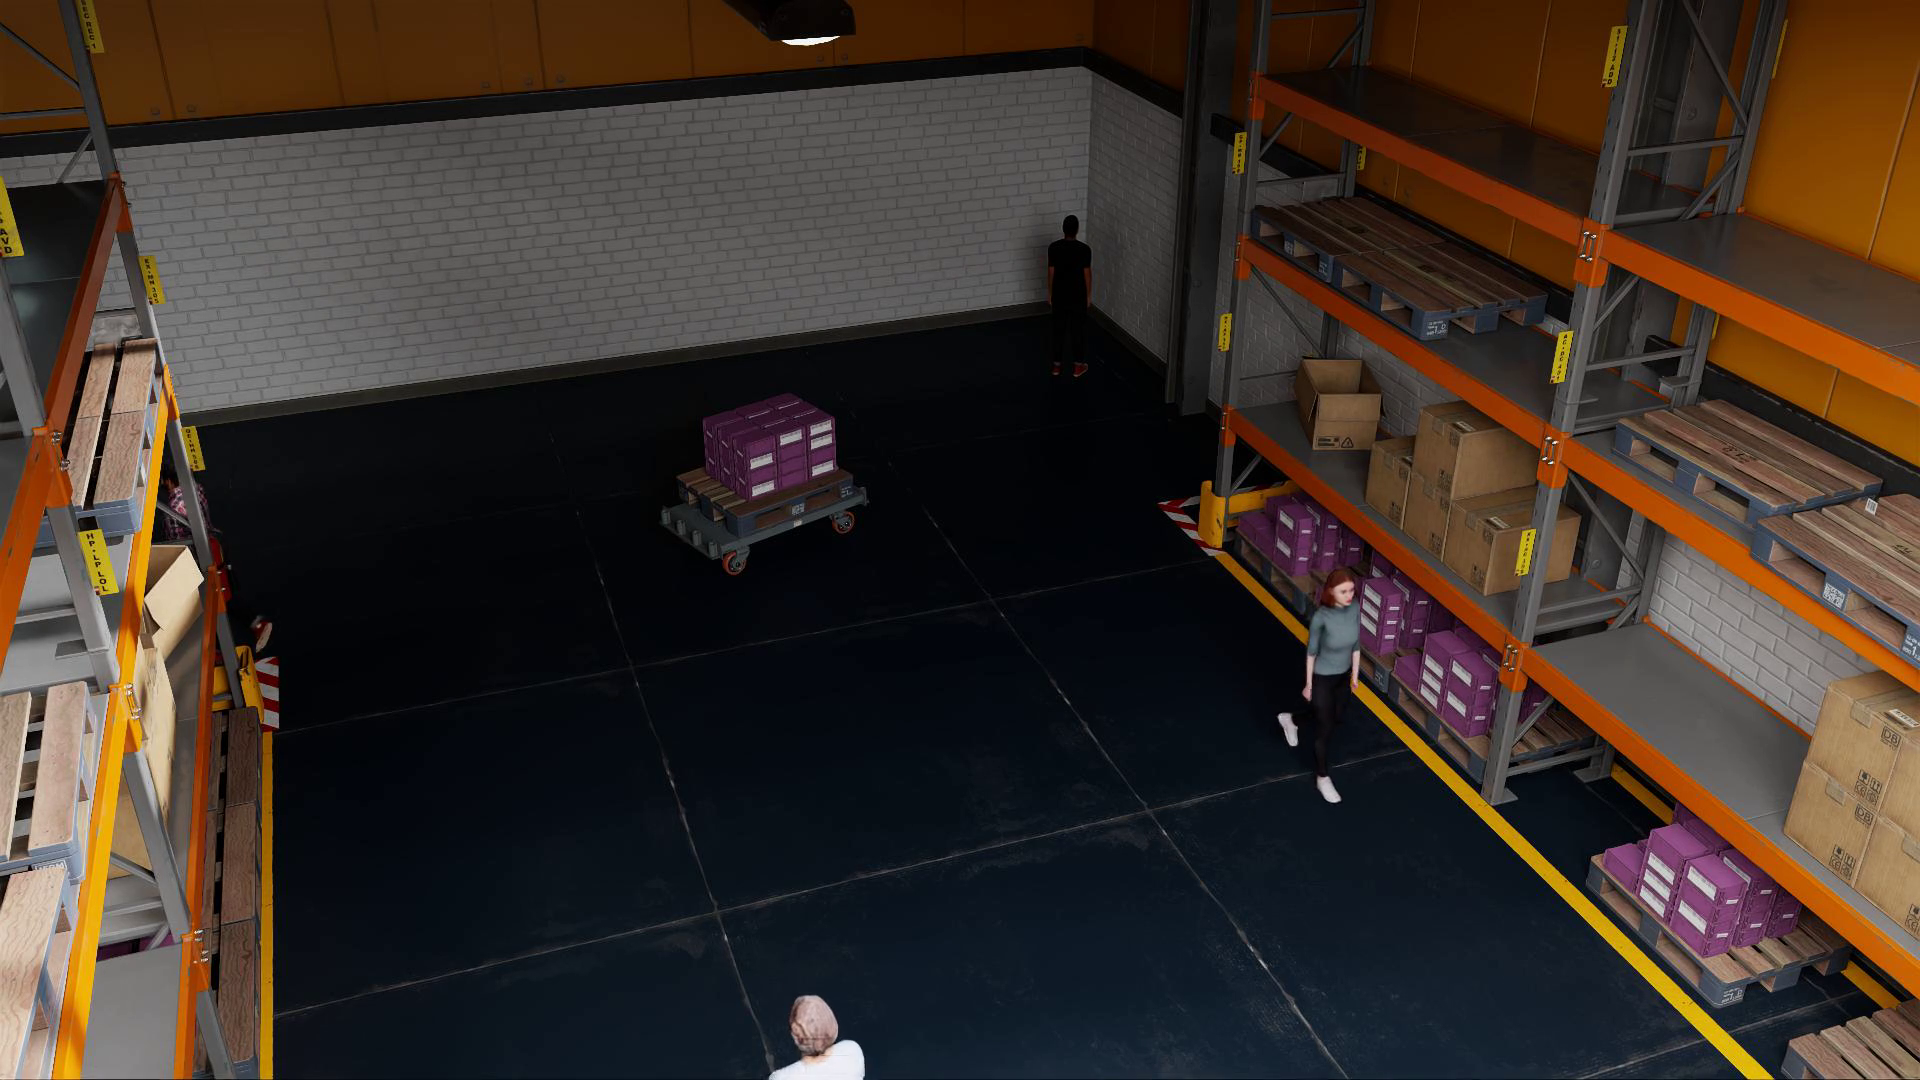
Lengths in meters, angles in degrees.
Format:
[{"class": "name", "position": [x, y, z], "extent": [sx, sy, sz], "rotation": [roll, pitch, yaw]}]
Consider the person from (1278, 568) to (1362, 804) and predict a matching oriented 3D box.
[{"class": "person", "position": [2.458, 0.914, 11.272], "extent": [0.673, 1.729, 0.985], "rotation": [-14, 32, -24]}]

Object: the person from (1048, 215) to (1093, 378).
[{"class": "person", "position": [1.164, -2.596, 17.676], "extent": [0.728, 1.758, 0.760], "rotation": [8, 29, 13]}]

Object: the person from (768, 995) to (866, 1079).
[{"class": "person", "position": [-0.600, 2.866, 7.547], "extent": [0.806, 1.869, 1.199], "rotation": [-16, 32, -27]}]

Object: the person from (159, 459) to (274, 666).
[{"class": "person", "position": [-5.675, 0.187, 12.589], "extent": [0.932, 1.744, 0.962], "rotation": [-1, 29, -1]}]
